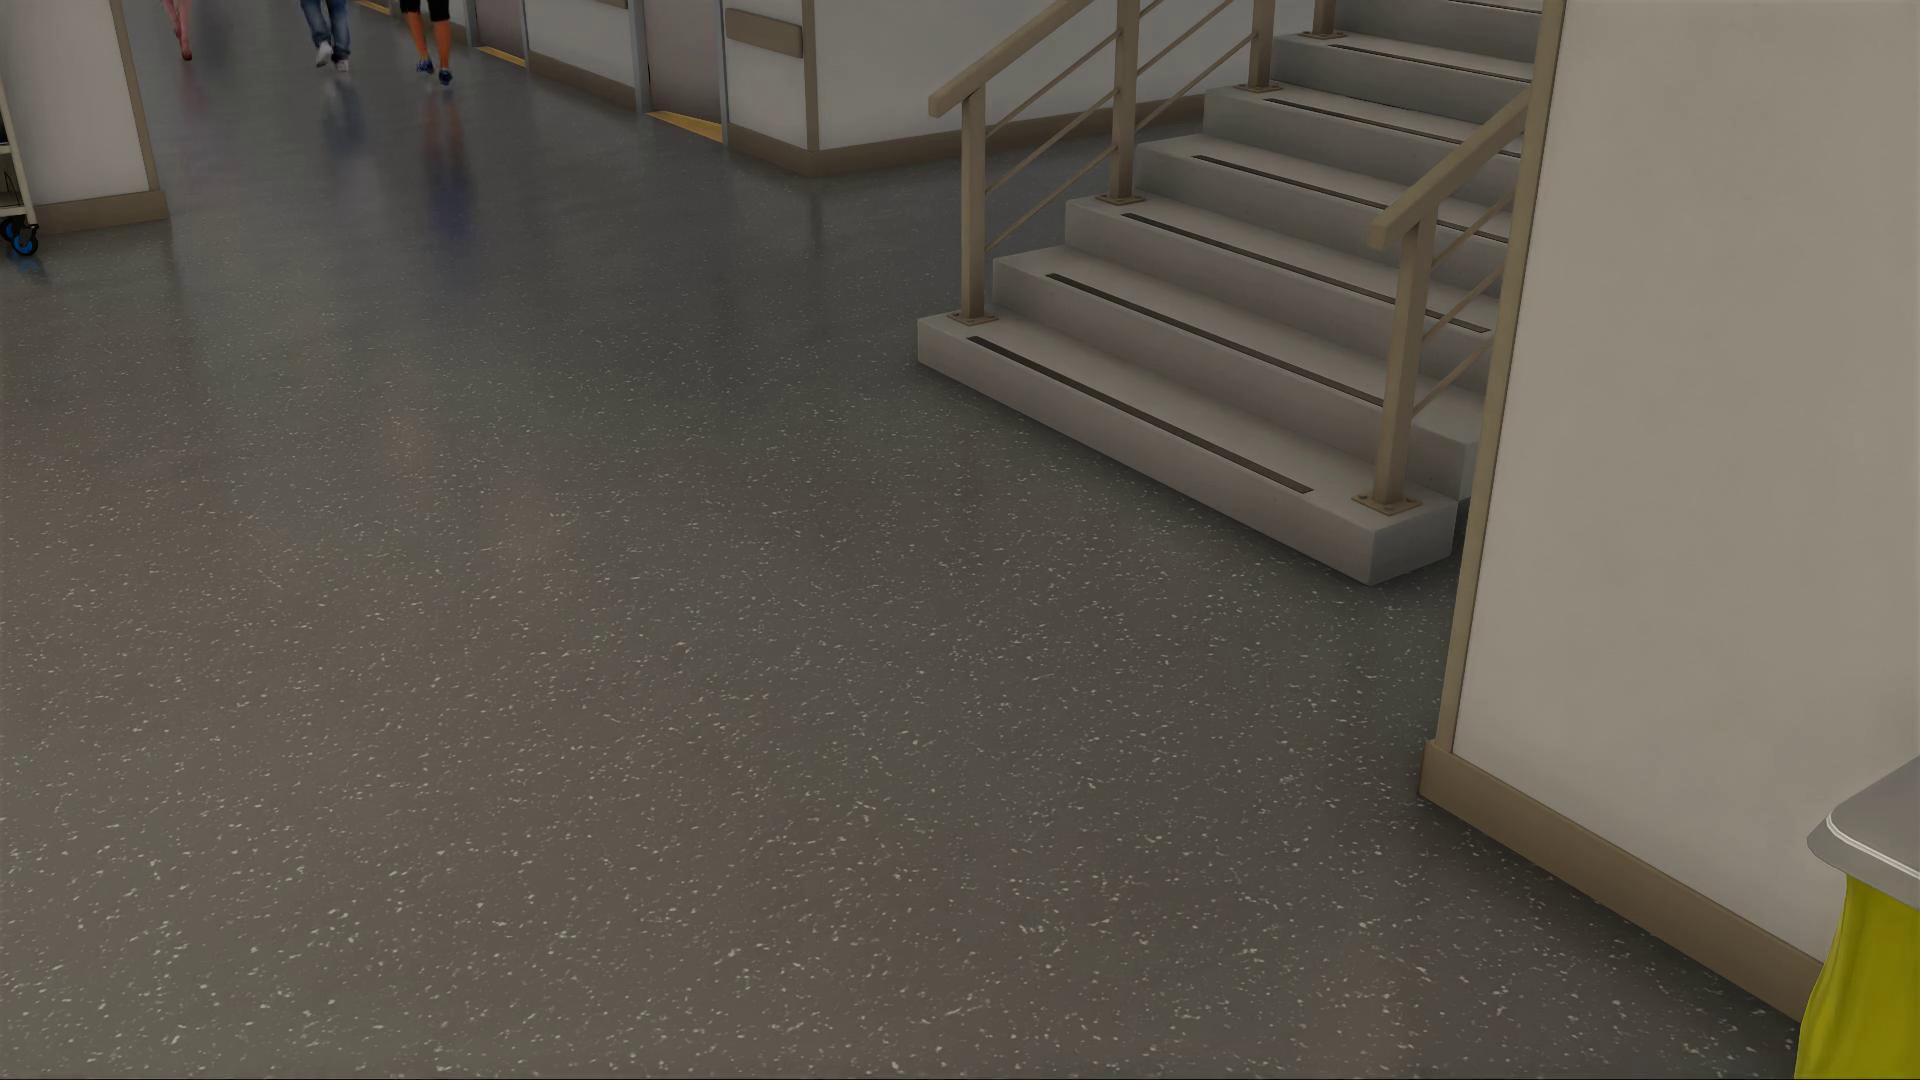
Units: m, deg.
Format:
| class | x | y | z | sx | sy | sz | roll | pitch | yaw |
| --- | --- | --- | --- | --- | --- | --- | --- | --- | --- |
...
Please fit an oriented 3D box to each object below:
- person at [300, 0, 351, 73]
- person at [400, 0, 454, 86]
| class | x | y | z | sx | sy | sz | roll | pitch | yaw |
| --- | --- | --- | --- | --- | --- | --- | --- | --- | --- |
| person | -5.050 | -4.611 | 13.141 | 0.660 | 1.793 | 0.742 | -13 | 29 | -25 |
| person | -4.095 | -4.409 | 12.665 | 0.803 | 1.844 | 0.804 | -10 | 27 | -19 |
